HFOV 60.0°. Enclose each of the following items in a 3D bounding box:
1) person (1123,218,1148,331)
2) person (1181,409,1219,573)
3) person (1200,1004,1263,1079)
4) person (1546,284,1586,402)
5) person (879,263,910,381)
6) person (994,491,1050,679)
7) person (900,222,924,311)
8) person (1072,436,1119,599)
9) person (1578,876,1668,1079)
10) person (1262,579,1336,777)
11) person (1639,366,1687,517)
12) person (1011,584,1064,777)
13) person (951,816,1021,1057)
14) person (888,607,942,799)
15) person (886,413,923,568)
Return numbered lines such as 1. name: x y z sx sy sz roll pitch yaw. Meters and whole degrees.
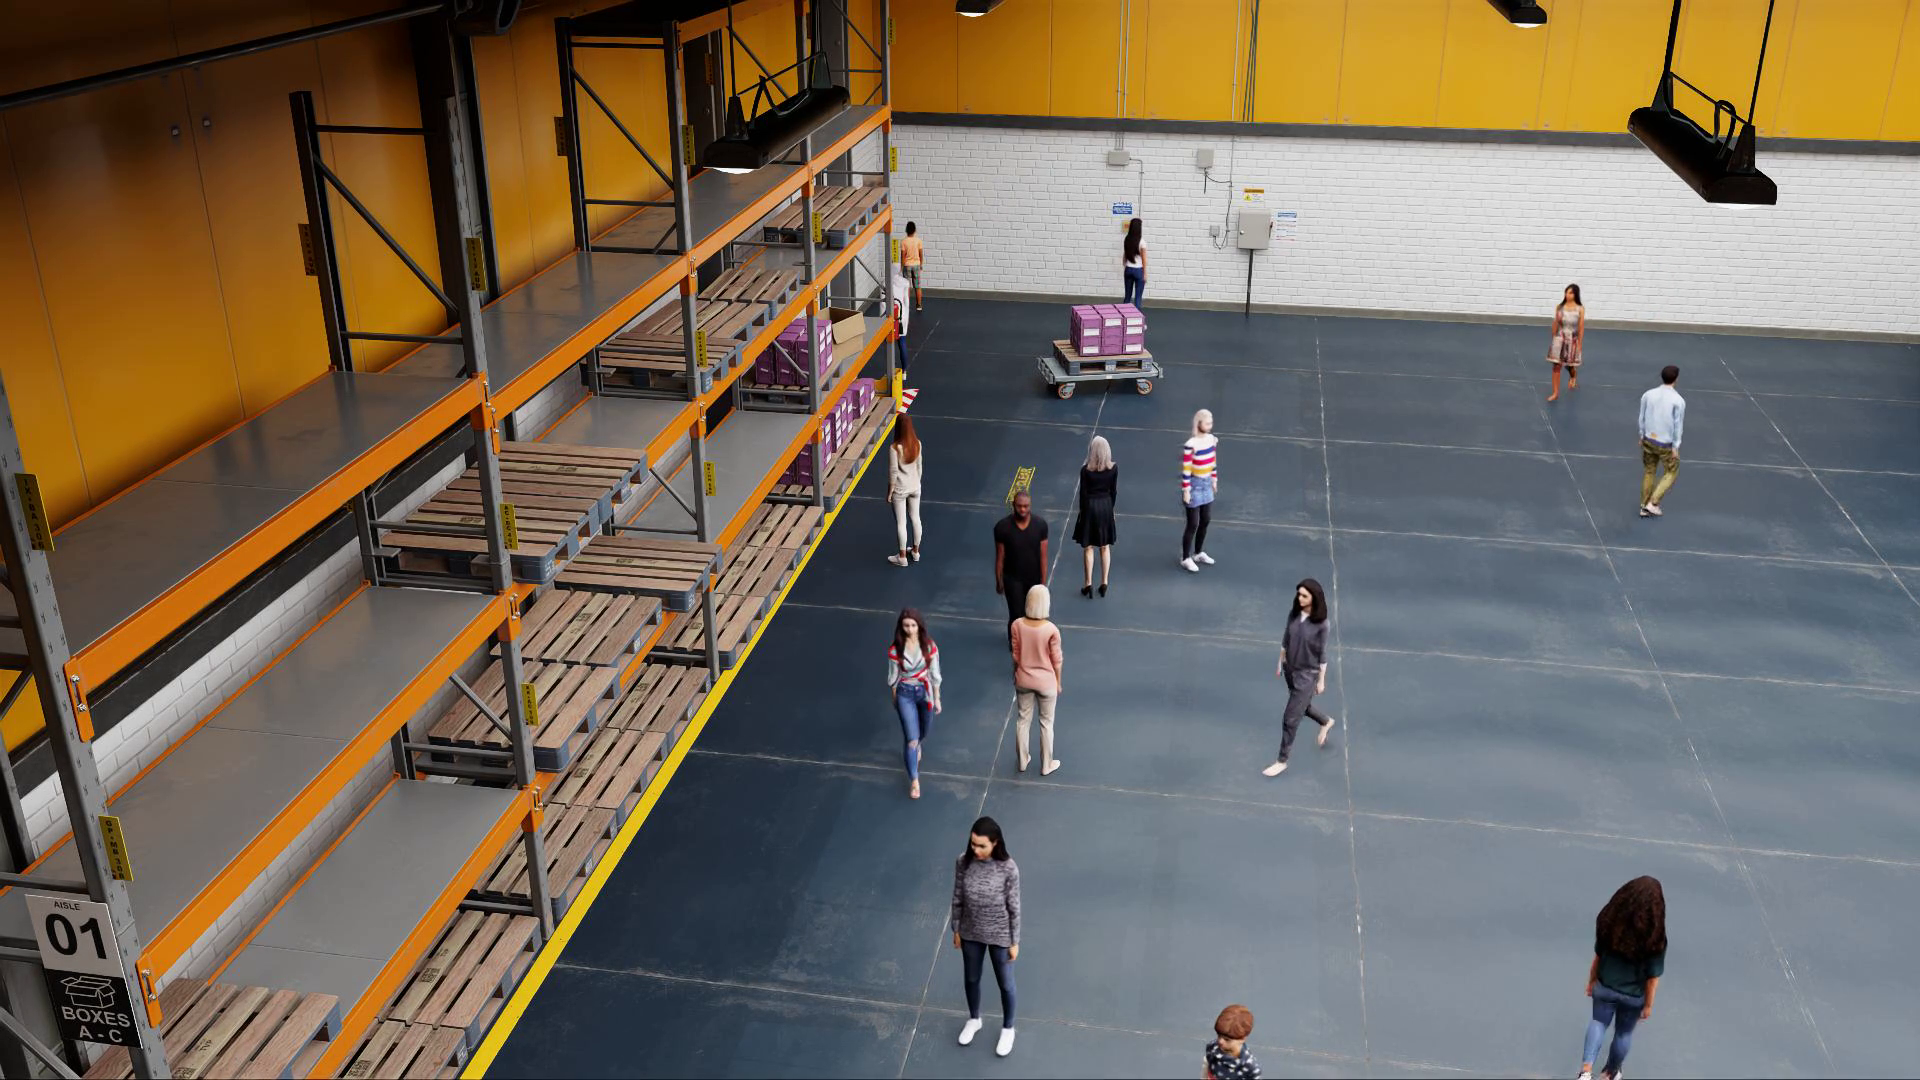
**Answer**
1. person: 2.728 -4.158 26.067 0.673 1.774 0.686 20 30 38
2. person: 2.534 -0.551 17.773 0.686 1.808 0.773 -19 30 -36
3. person: 1.537 3.256 9.526 0.586 1.439 0.594 17 29 34
4. person: 8.424 -2.745 23.015 0.893 1.630 1.019 19 30 36
5. person: -0.928 -3.142 23.741 0.690 1.775 0.702 -9 25 -20
6. person: 0.571 0.359 15.714 0.902 1.791 1.205 -3 24 -8
7. person: -0.790 -4.478 27.191 0.596 1.461 0.604 -6 24 -13
8. person: 1.410 -0.240 17.145 0.690 1.741 0.707 -7 25 -16
9. person: 4.078 2.815 10.332 0.810 1.602 0.936 18 29 36
10. person: 2.954 1.120 14.054 1.157 1.727 1.087 -16 28 -32
11. person: 7.975 -1.097 19.029 0.867 1.803 0.818 -17 29 -34
12. person: 0.638 1.167 13.948 0.647 1.724 0.590 9 25 21
13. person: 0.186 2.537 10.806 0.651 1.731 0.580 8 25 18
14. person: -0.371 1.276 13.874 0.817 1.584 1.115 -4 24 -8
15. person: -0.580 -0.549 17.889 0.685 1.713 0.754 -17 29 -34
